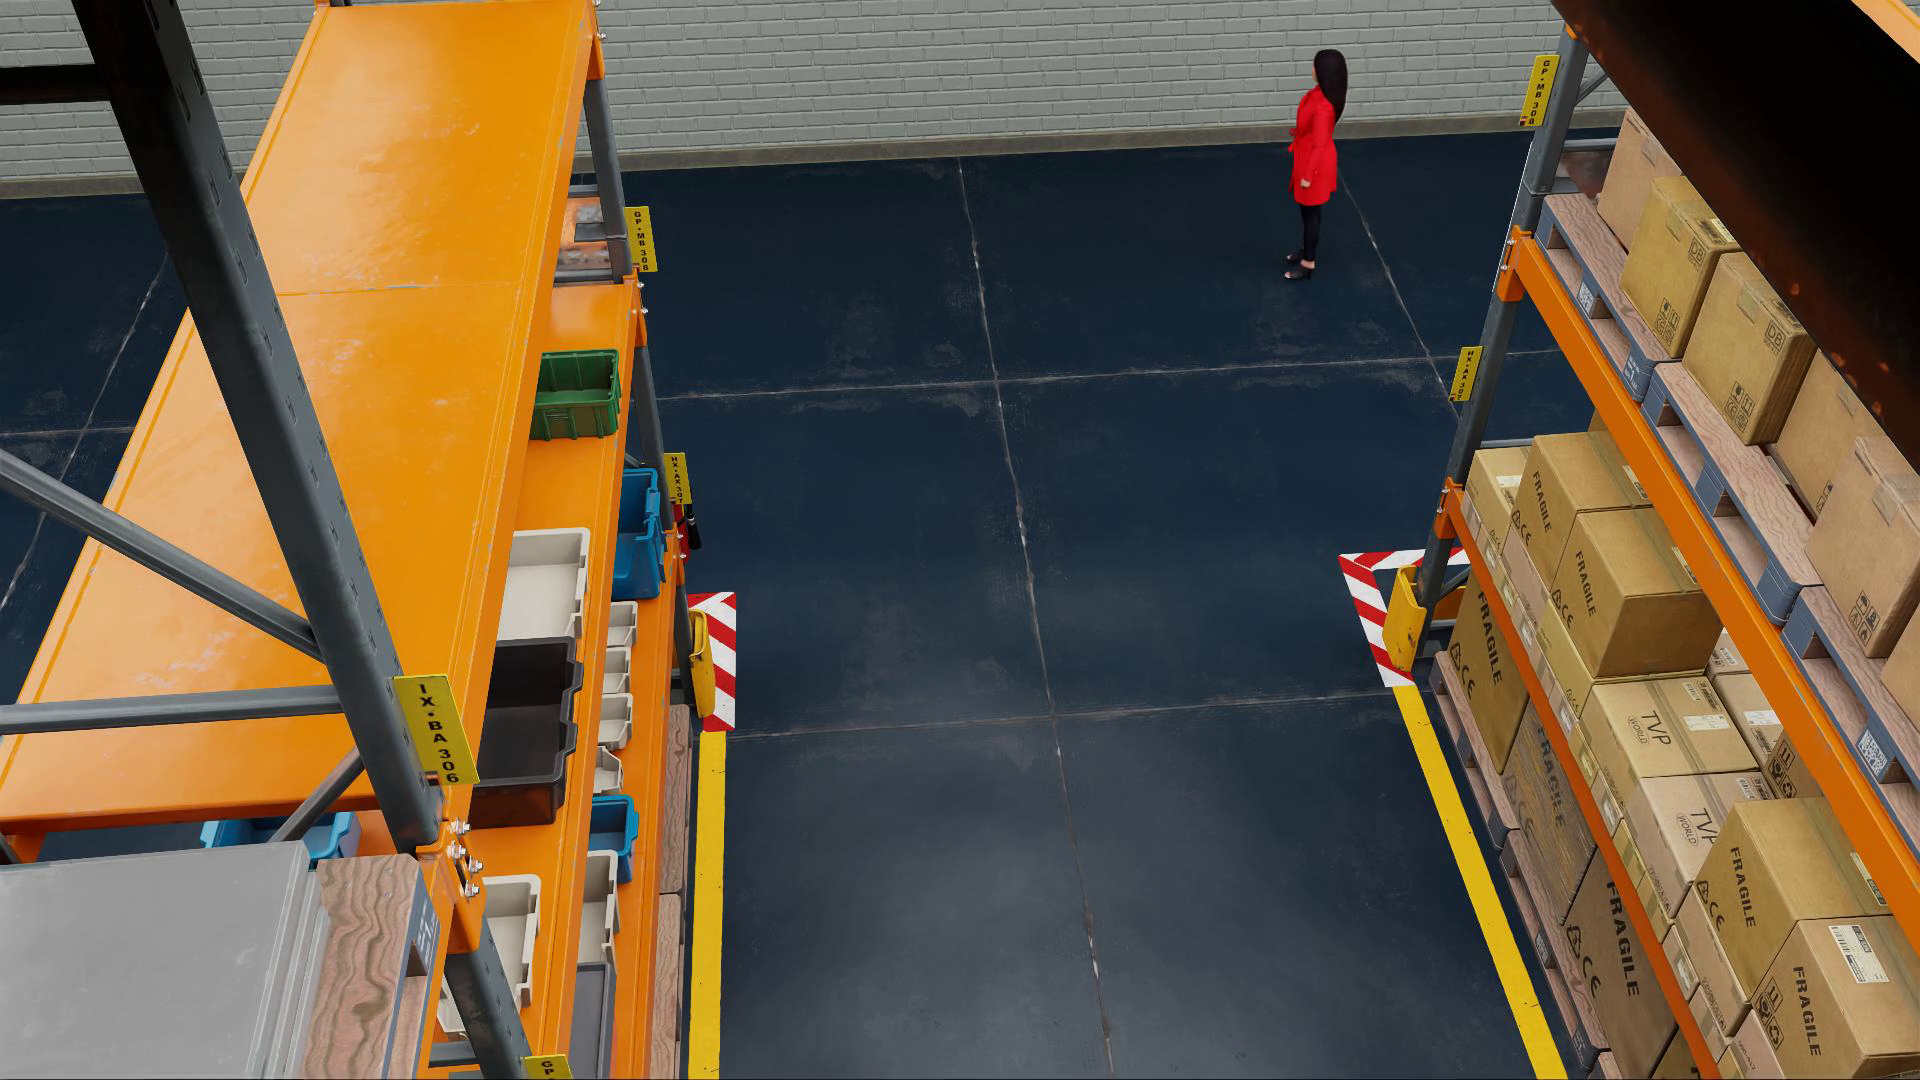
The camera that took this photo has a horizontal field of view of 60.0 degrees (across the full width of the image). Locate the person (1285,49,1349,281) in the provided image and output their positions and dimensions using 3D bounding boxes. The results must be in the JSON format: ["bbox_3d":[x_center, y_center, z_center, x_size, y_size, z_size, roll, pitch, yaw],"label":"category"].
[{"bbox_3d":[2.481,-2.611,11.617,0.767,1.748,0.666,11,44,11],"label":"person"}]
